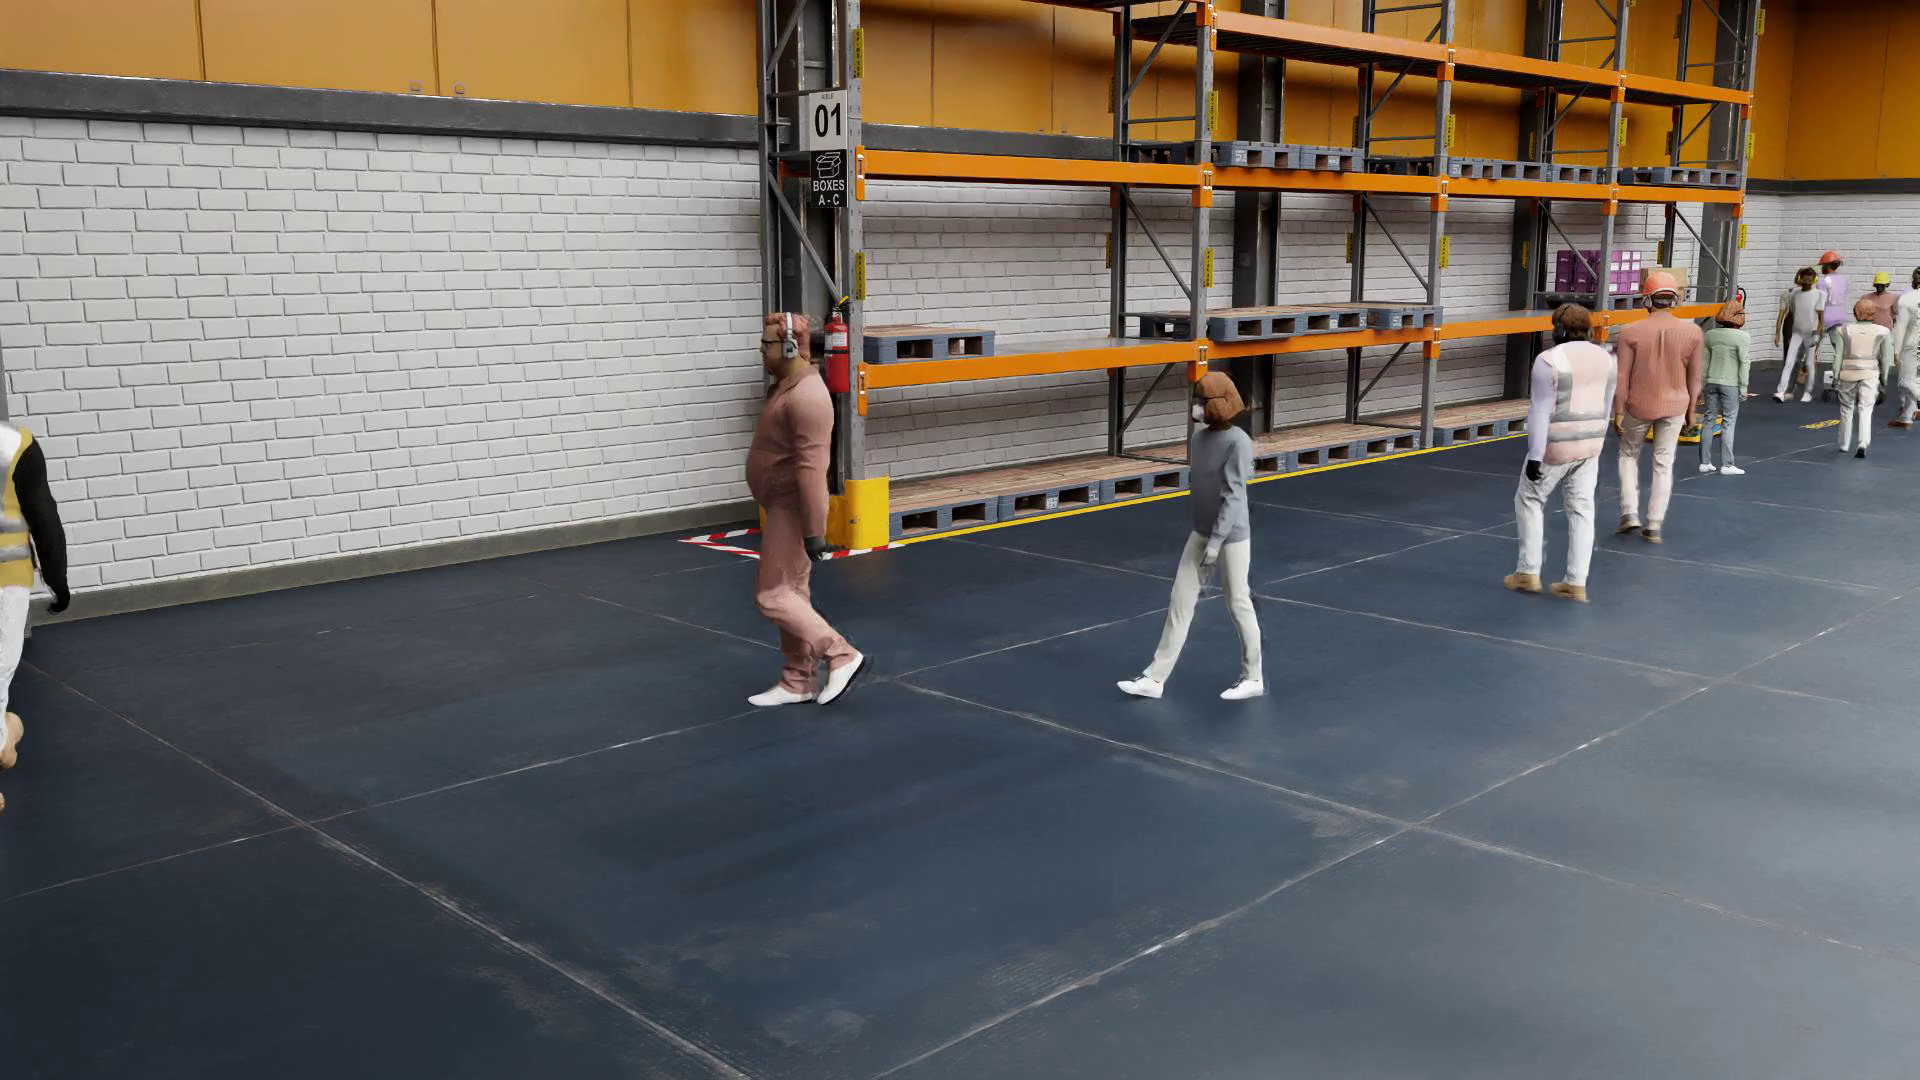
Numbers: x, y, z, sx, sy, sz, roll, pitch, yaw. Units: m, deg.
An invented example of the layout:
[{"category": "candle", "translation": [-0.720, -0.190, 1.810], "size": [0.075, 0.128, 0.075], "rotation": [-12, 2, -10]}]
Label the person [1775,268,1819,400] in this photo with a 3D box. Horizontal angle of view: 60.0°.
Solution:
[{"category": "person", "translation": [11.530, -2.830, 22.867], "size": [0.509, 1.781, 1.004], "rotation": [8, 13, 37]}]

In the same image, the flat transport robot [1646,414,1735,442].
[{"category": "flat transport robot", "translation": [8.042, -1.262, 18.454], "size": [0.652, 0.197, 1.431], "rotation": [9, 14, 40]}]

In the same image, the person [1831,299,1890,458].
[{"category": "person", "translation": [9.170, -1.651, 16.938], "size": [0.525, 1.605, 0.822], "rotation": [5, 11, 24]}]

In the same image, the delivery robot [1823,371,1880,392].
[{"category": "delivery robot", "translation": [11.871, -2.127, 22.142], "size": [0.477, 0.478, 0.707], "rotation": [-3, 11, -17]}]

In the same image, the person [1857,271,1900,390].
[{"category": "person", "translation": [13.043, -2.946, 23.645], "size": [0.529, 1.742, 0.442], "rotation": [10, 14, 42]}]

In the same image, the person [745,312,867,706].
[{"category": "person", "translation": [-0.771, -0.123, 7.825], "size": [0.480, 1.892, 0.648], "rotation": [-1, 10, -7]}]

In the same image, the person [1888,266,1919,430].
[{"category": "person", "translation": [10.967, -2.170, 18.948], "size": [0.634, 1.912, 0.781], "rotation": [-2, 11, -10]}]

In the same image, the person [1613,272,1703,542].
[{"category": "person", "translation": [5.100, -0.966, 12.208], "size": [0.623, 1.974, 0.451], "rotation": [2, 11, 12]}]

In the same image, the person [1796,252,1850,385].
[{"category": "person", "translation": [12.762, -3.243, 24.569], "size": [0.612, 1.989, 1.023], "rotation": [-3, 11, -17]}]

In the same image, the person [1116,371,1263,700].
[{"category": "person", "translation": [1.161, 0.002, 7.953], "size": [0.737, 1.597, 0.508], "rotation": [-5, 11, -25]}]

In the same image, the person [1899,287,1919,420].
[{"category": "person", "translation": [11.694, -2.390, 20.143], "size": [0.628, 1.913, 0.492], "rotation": [2, 11, 11]}]

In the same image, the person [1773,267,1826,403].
[{"category": "person", "translation": [11.270, -2.728, 22.244], "size": [0.496, 1.814, 0.939], "rotation": [9, 14, 41]}]

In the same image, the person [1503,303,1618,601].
[{"category": "person", "translation": [3.708, -0.554, 10.354], "size": [0.664, 1.819, 0.681], "rotation": [-4, 11, -20]}]

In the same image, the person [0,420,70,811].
[{"category": "person", "translation": [-3.888, 0.146, 6.602], "size": [0.652, 1.794, 0.960], "rotation": [-2, 11, -12]}]

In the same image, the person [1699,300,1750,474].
[{"category": "person", "translation": [7.211, -1.439, 15.697], "size": [0.284, 1.633, 0.501], "rotation": [-5, 12, -27]}]
